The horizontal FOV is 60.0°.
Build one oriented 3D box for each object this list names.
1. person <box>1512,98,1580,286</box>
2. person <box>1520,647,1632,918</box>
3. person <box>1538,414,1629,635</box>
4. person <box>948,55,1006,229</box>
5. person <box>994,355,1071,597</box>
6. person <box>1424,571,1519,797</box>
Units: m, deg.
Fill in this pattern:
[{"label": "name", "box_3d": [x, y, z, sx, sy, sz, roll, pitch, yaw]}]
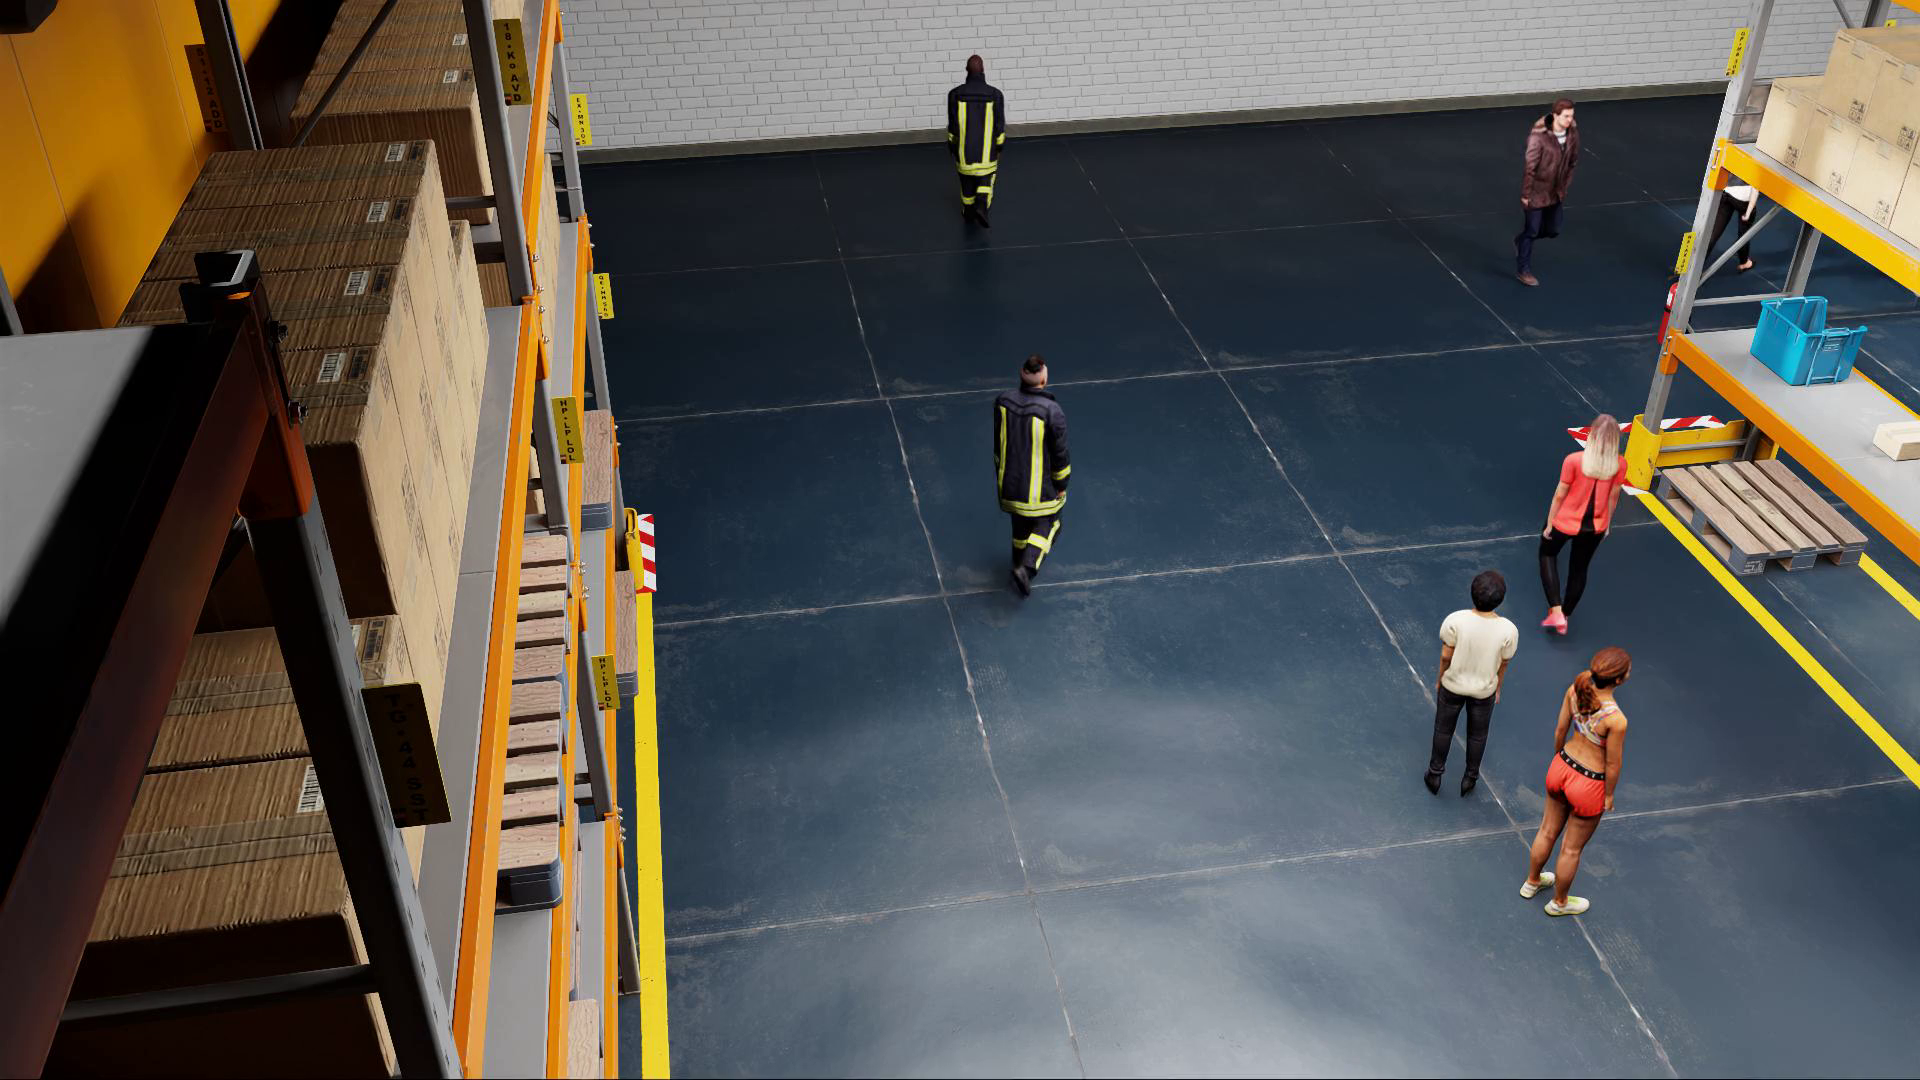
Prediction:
[{"label": "person", "box_3d": [5.603, -3.410, 16.127, 0.829, 1.834, 0.898, -12, 35, -17]}, {"label": "person", "box_3d": [3.365, 1.317, 9.054, 0.699, 1.792, 0.593, -17, 37, -23]}, {"label": "person", "box_3d": [4.185, -0.043, 11.198, 0.671, 1.683, 0.734, 0, 34, 1]}, {"label": "person", "box_3d": [0.163, -4.082, 17.160, 0.853, 1.809, 1.031, 1, 34, 1]}, {"label": "person", "box_3d": [0.462, -0.447, 11.661, 1.016, 1.844, 1.085, 17, 37, 24]}, {"label": "person", "box_3d": [3.031, 0.866, 9.917, 0.654, 1.587, 0.614, 8, 34, 11]}]
